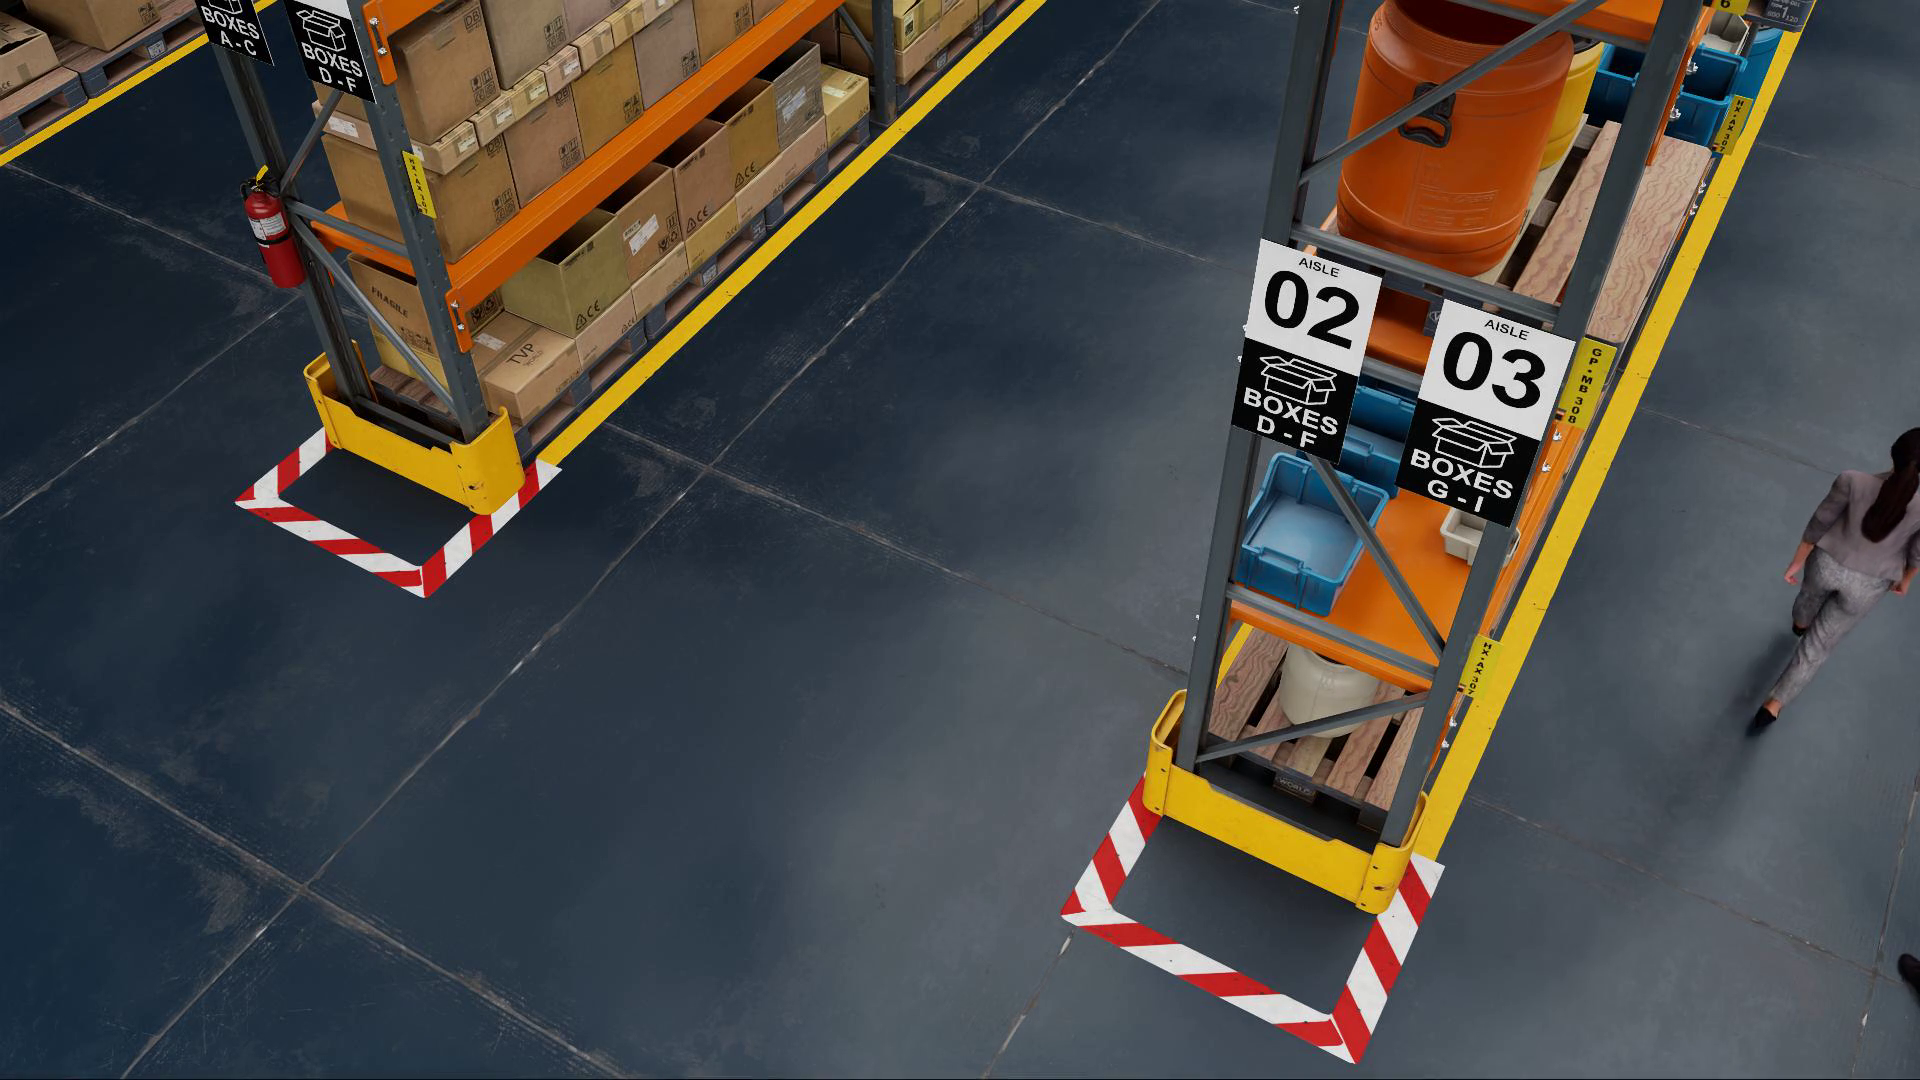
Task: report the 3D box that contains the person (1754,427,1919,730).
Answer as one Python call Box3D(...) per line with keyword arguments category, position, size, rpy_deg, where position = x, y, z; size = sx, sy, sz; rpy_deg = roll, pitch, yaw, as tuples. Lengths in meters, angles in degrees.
Box3D(category="person", position=(3.847, 0.235, 7.312), size=(0.772, 1.622, 1.151), rpy_deg=(32, 55, 26))
